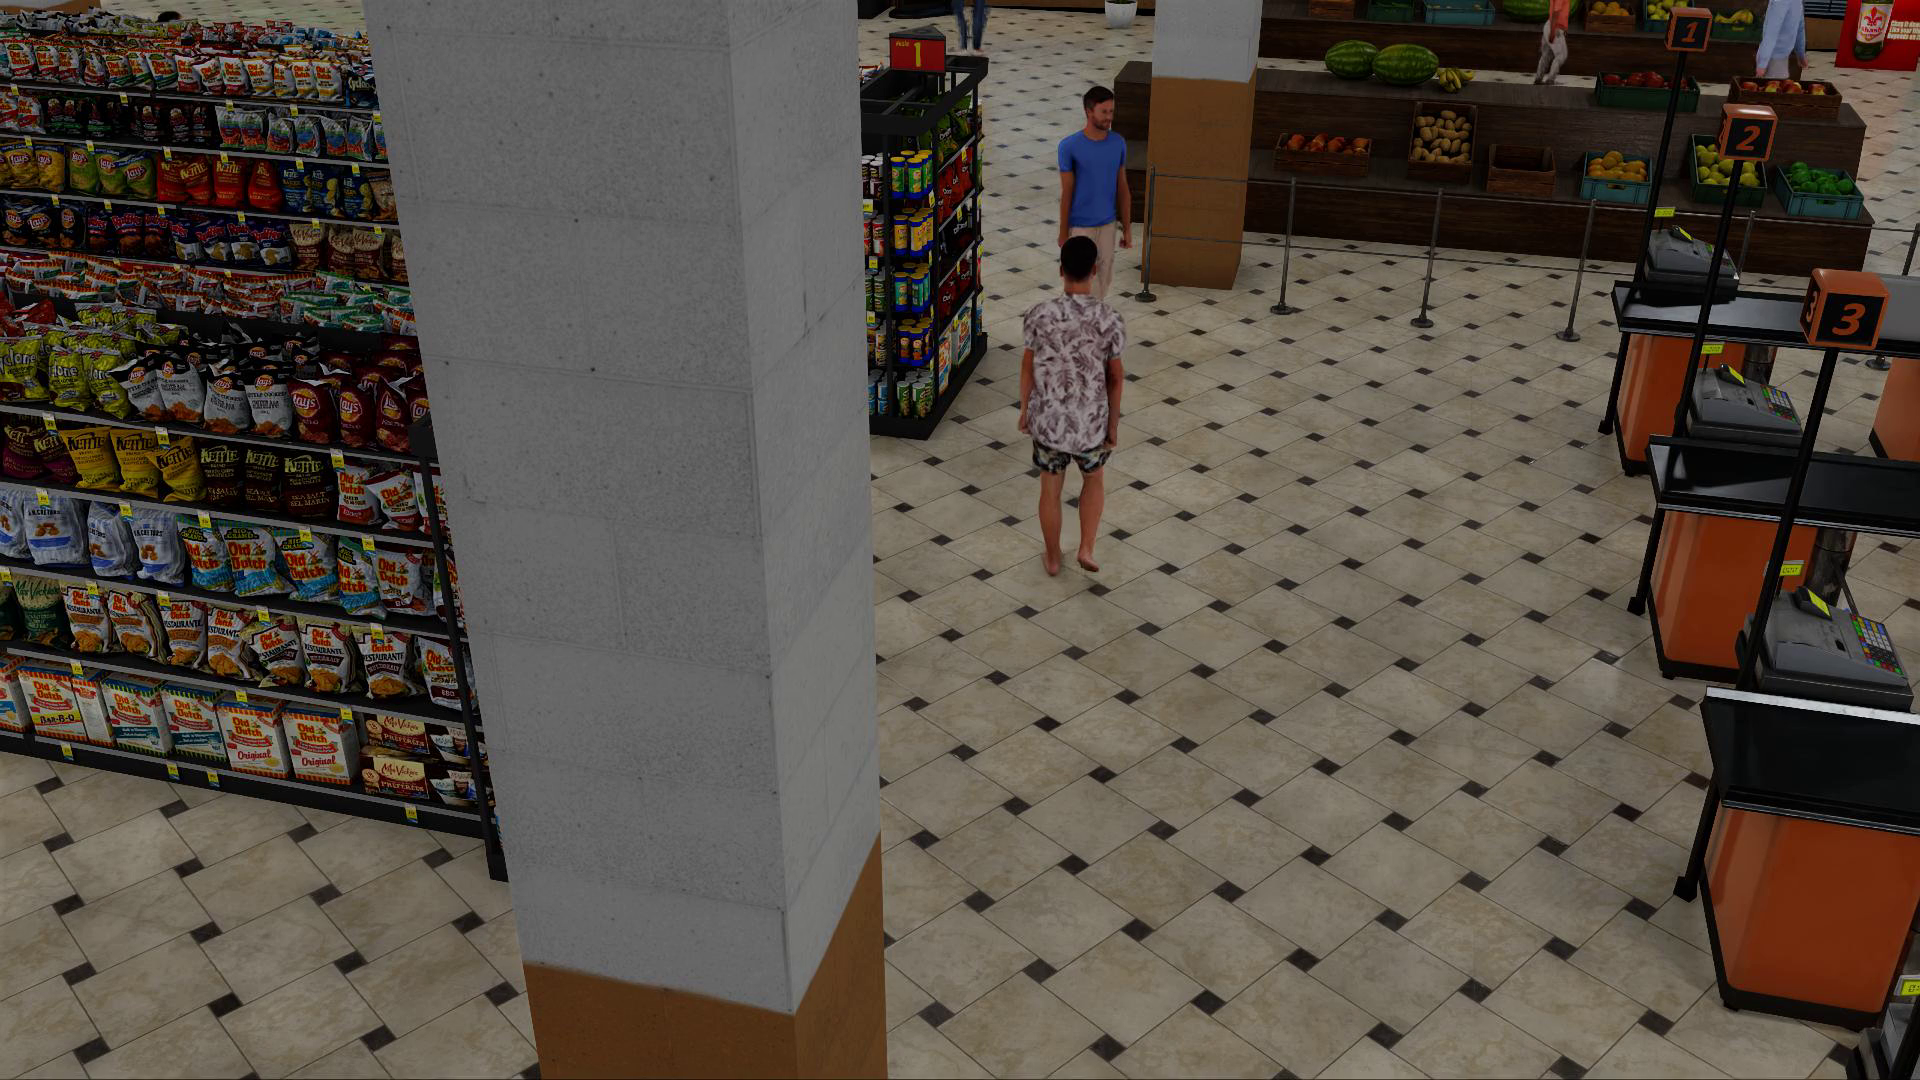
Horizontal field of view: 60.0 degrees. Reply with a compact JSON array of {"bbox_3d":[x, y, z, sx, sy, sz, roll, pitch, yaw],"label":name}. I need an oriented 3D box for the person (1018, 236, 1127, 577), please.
[{"bbox_3d":[0.550,-0.592,8.319,0.729,1.801,0.811,2,29,3],"label":"person"}]

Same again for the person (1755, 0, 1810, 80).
[{"bbox_3d":[7.326,-4.367,15.161,1.043,1.870,0.834,18,33,29],"label":"person"}]

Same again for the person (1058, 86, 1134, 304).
[{"bbox_3d":[0.839,-2.079,11.007,1.081,1.834,1.106,-13,31,-22],"label":"person"}]

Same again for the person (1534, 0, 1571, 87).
[{"bbox_3d":[6.285,-5.453,17.746,0.536,1.299,0.479,7,29,12],"label":"person"}]

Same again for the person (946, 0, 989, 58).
[{"bbox_3d":[0.162,-6.428,19.121,0.718,1.691,0.863,0,29,-1],"label":"person"}]
